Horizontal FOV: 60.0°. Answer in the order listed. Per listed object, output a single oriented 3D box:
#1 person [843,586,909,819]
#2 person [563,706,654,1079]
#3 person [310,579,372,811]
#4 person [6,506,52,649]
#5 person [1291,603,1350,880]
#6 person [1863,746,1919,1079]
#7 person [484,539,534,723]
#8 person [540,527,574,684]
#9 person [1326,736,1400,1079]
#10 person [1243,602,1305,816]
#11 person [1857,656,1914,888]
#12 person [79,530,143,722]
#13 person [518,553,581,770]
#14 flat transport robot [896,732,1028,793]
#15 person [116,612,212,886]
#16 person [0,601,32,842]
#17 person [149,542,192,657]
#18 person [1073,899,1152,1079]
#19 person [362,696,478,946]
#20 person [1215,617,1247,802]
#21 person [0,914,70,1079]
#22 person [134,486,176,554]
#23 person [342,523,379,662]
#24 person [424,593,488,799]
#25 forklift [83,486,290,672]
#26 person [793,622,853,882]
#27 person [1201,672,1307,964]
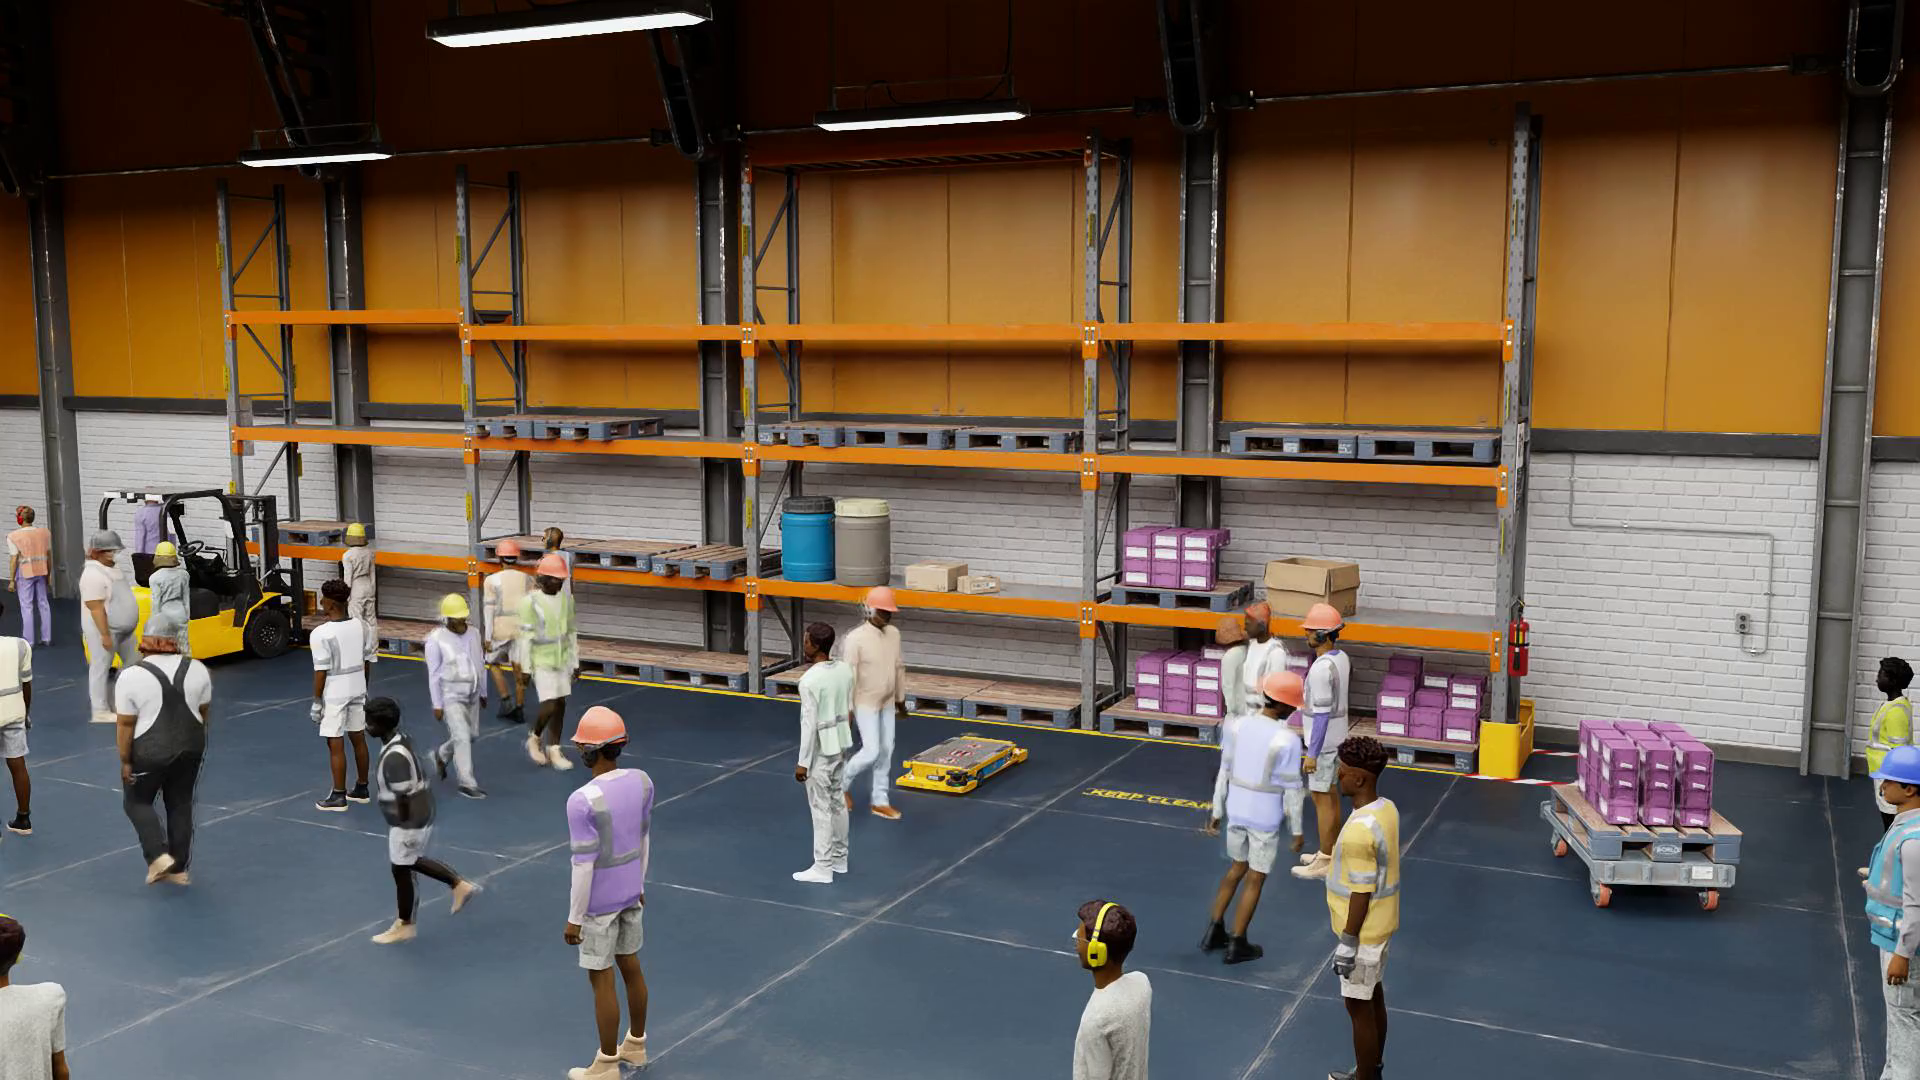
[{"bbox_3d":[-0.737,1.342,13.809,0.548,1.965,0.626,6,9,40],"label":"person"},{"bbox_3d":[-1.894,1.897,8.877,0.376,2.043,0.609,3,8,26],"label":"person"},{"bbox_3d":[-5.245,1.304,14.086,0.365,1.966,0.608,3,8,26],"label":"person"},{"bbox_3d":[-11.927,0.482,21.357,0.387,1.849,0.566,3,8,26],"label":"person"},{"bbox_3d":[2.665,1.484,12.290,0.376,2.043,0.609,3,8,26],"label":"person"},{"bbox_3d":[4.770,2.000,8.414,0.389,1.948,0.607,3,8,26],"label":"person"},{"bbox_3d":[-4.681,0.943,17.255,0.565,1.917,0.437,-5,9,-37],"label":"person"},{"bbox_3d":[-4.625,0.765,19.036,0.343,1.846,0.507,3,8,26],"label":"person"},{"bbox_3d":[2.062,1.974,8.555,0.365,1.965,0.608,3,8,26],"label":"person"},{"bbox_3d":[2.528,1.430,13.473,0.510,1.873,0.646,-1,7,-11],"label":"person"},{"bbox_3d":[6.729,1.685,12.044,0.318,1.696,0.537,3,8,26],"label":"person"},{"bbox_3d":[-8.742,0.885,17.242,0.658,2.000,0.717,-1,7,-6],"label":"person"},{"bbox_3d":[-3.743,1.126,15.291,0.430,2.027,0.621,5,8,35],"label":"person"},{"bbox_3d":[0.035,2.016,15.148,0.652,0.197,1.431,3,8,26],"label":"flat transport robot"},{"bbox_3d":[-5.804,1.507,12.107,0.565,2.000,0.692,6,9,40],"label":"person"},{"bbox_3d":[-7.651,1.413,13.185,0.365,1.966,0.608,3,8,26],"label":"person"},{"bbox_3d":[-8.777,0.885,18.466,0.295,1.744,0.488,3,8,26],"label":"person"},{"bbox_3d":[0.550,2.288,6.356,0.326,1.871,0.520,3,8,26],"label":"person"},{"bbox_3d":[-3.571,1.825,10.957,0.629,1.670,0.544,-3,7,-21],"label":"person"},{"bbox_3d":[2.402,1.464,14.299,0.448,1.610,0.511,3,8,24],"label":"person"},{"bbox_3d":[-3.589,2.298,6.248,0.326,1.876,0.520,3,8,26],"label":"person"},{"bbox_3d":[-11.423,0.185,23.580,0.408,1.908,0.644,3,8,26],"label":"person"},{"bbox_3d":[-7.349,0.660,20.321,0.295,1.744,0.488,3,8,26],"label":"person"},{"bbox_3d":[-4.427,1.338,14.521,0.702,1.804,0.599,4,8,28],"label":"person"},{"bbox_3d":[-9.426,0.454,20.179,1.214,2.155,2.313,3,8,26],"label":"forklift"},{"bbox_3d":[-0.997,1.551,12.231,0.390,1.922,0.591,3,8,26],"label":"person"},{"bbox_3d":[1.915,1.763,10.607,0.516,1.888,0.595,-6,9,-43],"label":"person"}]
